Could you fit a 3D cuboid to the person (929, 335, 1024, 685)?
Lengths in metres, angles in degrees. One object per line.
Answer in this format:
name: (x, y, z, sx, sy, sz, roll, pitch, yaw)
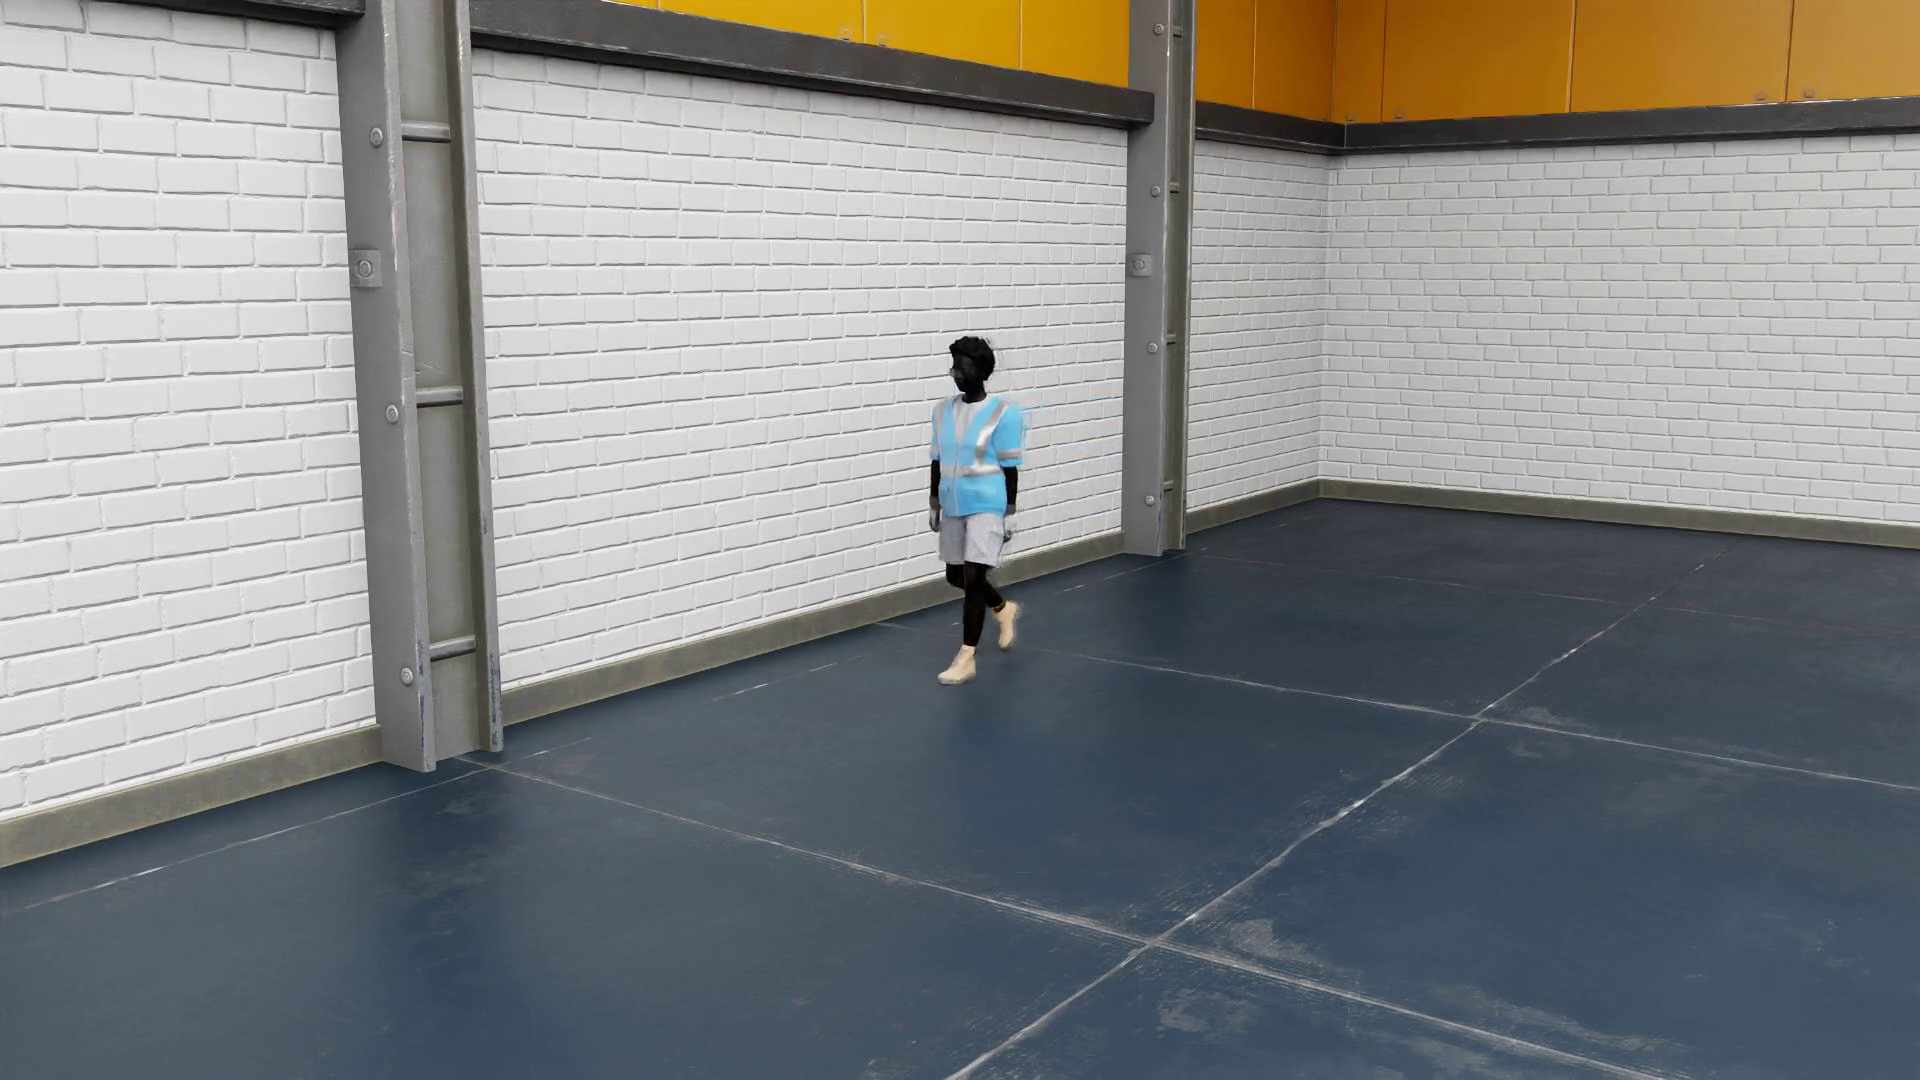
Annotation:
person: (0.105, -0.167, 8.127, 0.535, 1.673, 0.685, 8, 12, 39)
